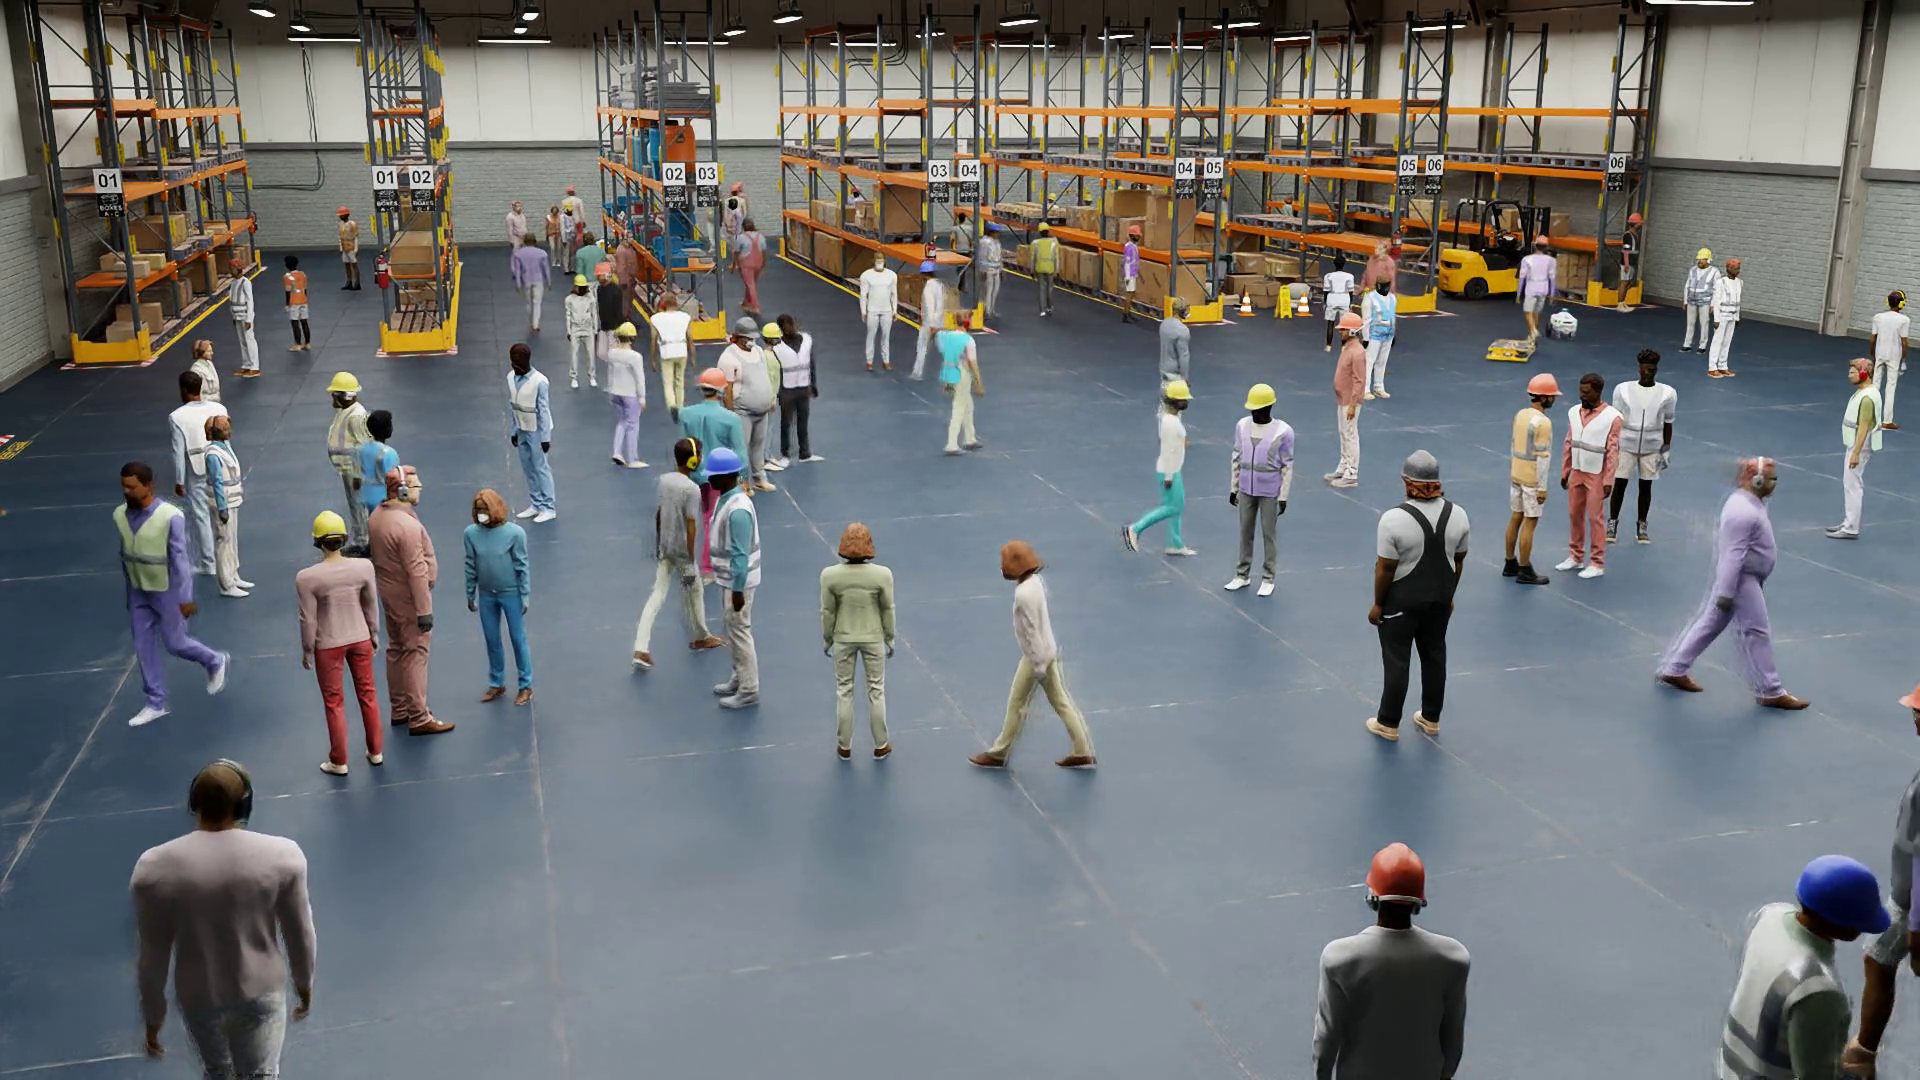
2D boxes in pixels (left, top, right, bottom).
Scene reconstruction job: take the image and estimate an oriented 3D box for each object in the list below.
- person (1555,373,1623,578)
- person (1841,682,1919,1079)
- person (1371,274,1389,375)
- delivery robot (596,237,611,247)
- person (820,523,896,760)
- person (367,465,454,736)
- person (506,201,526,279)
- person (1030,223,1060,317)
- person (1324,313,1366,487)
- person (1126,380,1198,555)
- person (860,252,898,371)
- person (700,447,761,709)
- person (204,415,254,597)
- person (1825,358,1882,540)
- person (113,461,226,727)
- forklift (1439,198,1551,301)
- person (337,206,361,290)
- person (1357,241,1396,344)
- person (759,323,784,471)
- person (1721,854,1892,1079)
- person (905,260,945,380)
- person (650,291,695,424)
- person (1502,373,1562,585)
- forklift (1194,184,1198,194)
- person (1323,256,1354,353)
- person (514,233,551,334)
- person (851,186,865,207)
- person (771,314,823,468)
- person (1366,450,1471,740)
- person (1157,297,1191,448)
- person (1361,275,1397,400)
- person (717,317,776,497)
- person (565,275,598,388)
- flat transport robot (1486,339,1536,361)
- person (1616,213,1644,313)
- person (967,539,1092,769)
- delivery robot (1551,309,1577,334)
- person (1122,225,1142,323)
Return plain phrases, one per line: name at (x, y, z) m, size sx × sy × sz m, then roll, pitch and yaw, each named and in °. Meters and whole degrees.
person at (5.873, -0.617, 15.523) m, size 0.401 × 1.907 × 0.599 m, roll -8°, pitch 17°, yaw -27°
person at (4.283, 1.531, 7.223) m, size 0.618 × 2.023 × 0.846 m, roll -12°, pitch 19°, yaw -39°
person at (6.761, -3.477, 26.824) m, size 0.279 × 1.628 × 0.505 m, roll -6°, pitch 16°, yaw -22°
delivery robot at (-10.012, -8.258, 46.679) m, size 0.477 × 0.478 × 0.707 m, roll -5°, pitch 16°, yaw -18°
person at (-0.678, 0.683, 11.146) m, size 0.498 × 1.634 × 0.279 m, roll 0°, pitch 15°, yaw 1°
person at (-3.843, 0.414, 11.638) m, size 0.402 × 1.906 × 0.652 m, roll -12°, pitch 19°, yaw -39°
person at (-10.877, -7.392, 41.011) m, size 0.399 × 1.909 × 0.642 m, roll 5°, pitch 16°, yaw 20°
person at (1.742, -5.563, 34.200) m, size 0.596 × 1.863 × 0.985 m, roll 0°, pitch 15°, yaw 2°
person at (4.446, -1.608, 19.075) m, size 0.381 × 1.994 × 0.622 m, roll 0°, pitch 15°, yaw 0°
person at (1.979, -0.680, 16.066) m, size 0.627 × 1.752 × 0.530 m, roll 2°, pitch 15°, yaw 8°
person at (-1.324, -3.737, 27.198) m, size 0.635 × 1.936 × 0.353 m, roll -4°, pitch 15°, yaw -16°
person at (-1.659, 0.271, 12.125) m, size 0.419 × 1.937 × 0.616 m, roll -4°, pitch 16°, yaw -16°
person at (-6.565, -0.310, 14.872) m, size 0.306 × 1.639 × 0.523 m, roll -4°, pitch 15°, yaw -13°
person at (9.080, -0.920, 16.804) m, size 0.401 × 1.830 × 0.580 m, roll 6°, pitch 16°, yaw 23°
person at (-5.718, 0.340, 11.944) m, size 0.598 × 1.898 × 0.743 m, roll 5°, pitch 16°, yaw 19°
forklift at (11.913, -6.508, 37.130) m, size 2.313 × 2.155 × 1.214 m, roll -4°, pitch 15°, yaw -15°
person at (-14.193, -6.762, 38.587) m, size 0.548 × 1.934 × 0.374 m, roll 8°, pitch 17°, yaw 27°
person at (7.654, -4.531, 30.342) m, size 0.986 × 1.862 × 0.651 m, roll -7°, pitch 17°, yaw -26°
person at (-2.250, -1.718, 19.932) m, size 0.323 × 1.767 × 0.525 m, roll -1°, pitch 15°, yaw -3°
person at (2.911, 1.943, 5.895) m, size 0.418 × 1.913 × 0.674 m, roll 2°, pitch 15°, yaw 8°
person at (-0.363, -3.438, 26.143) m, size 0.971 × 1.910 × 0.624 m, roll 5°, pitch 16°, yaw 18°
person at (-3.902, -2.480, 22.716) m, size 0.609 × 1.814 × 0.722 m, roll -7°, pitch 16°, yaw -24°
person at (5.255, -0.567, 15.265) m, size 0.378 × 1.938 × 0.547 m, roll -2°, pitch 15°, yaw -8°
forklift at (7.392, -11.333, 53.972) m, size 1.873 × 2.768 × 1.129 m, roll -4°, pitch 15°, yaw -15°
person at (6.614, -4.119, 29.099) m, size 0.532 × 1.696 × 0.318 m, roll 3°, pitch 15°, yaw 10°
person at (-8.113, -4.883, 31.614) m, size 0.644 × 1.895 × 0.943 m, roll -1°, pitch 15°, yaw -5°
person at (-2.935, -9.147, 47.576) m, size 0.385 × 1.927 × 0.546 m, roll 7°, pitch 16°, yaw 25°
person at (-1.979, -1.822, 20.142) m, size 0.742 × 1.880 × 0.369 m, roll -11°, pitch 19°, yaw -36°
person at (3.121, 0.372, 11.539) m, size 0.676 × 2.000 × 0.536 m, roll -4°, pitch 15°, yaw -16°
person at (2.734, -2.117, 21.132) m, size 0.384 × 1.928 × 0.633 m, roll -6°, pitch 16°, yaw -21°
person at (6.210, -3.000, 24.608) m, size 0.634 × 1.841 × 0.429 m, roll -9°, pitch 17°, yaw -30°
person at (-2.355, -1.503, 18.594) m, size 0.535 × 2.000 × 0.684 m, roll 10°, pitch 18°, yaw 32°
person at (-5.816, -3.216, 25.633) m, size 0.488 × 1.737 × 0.319 m, roll -5°, pitch 16°, yaw -18°
flat transport robot at (9.508, -3.279, 28.668) m, size 0.652 × 0.197 × 1.431 m, roll 7°, pitch 16°, yaw 24°
person at (13.955, -5.763, 34.614) m, size 0.386 × 2.045 × 0.605 m, roll 10°, pitch 18°, yaw 34°
person at (0.495, 0.767, 10.953) m, size 0.830 × 1.568 × 0.521 m, roll 3°, pitch 15°, yaw 12°
delivery robot at (11.192, -4.047, 30.833) m, size 0.477 × 0.478 × 0.707 m, roll 2°, pitch 15°, yaw 7°
person at (3.417, -5.270, 32.995) m, size 0.384 × 1.929 × 0.542 m, roll 4°, pitch 15°, yaw 15°
